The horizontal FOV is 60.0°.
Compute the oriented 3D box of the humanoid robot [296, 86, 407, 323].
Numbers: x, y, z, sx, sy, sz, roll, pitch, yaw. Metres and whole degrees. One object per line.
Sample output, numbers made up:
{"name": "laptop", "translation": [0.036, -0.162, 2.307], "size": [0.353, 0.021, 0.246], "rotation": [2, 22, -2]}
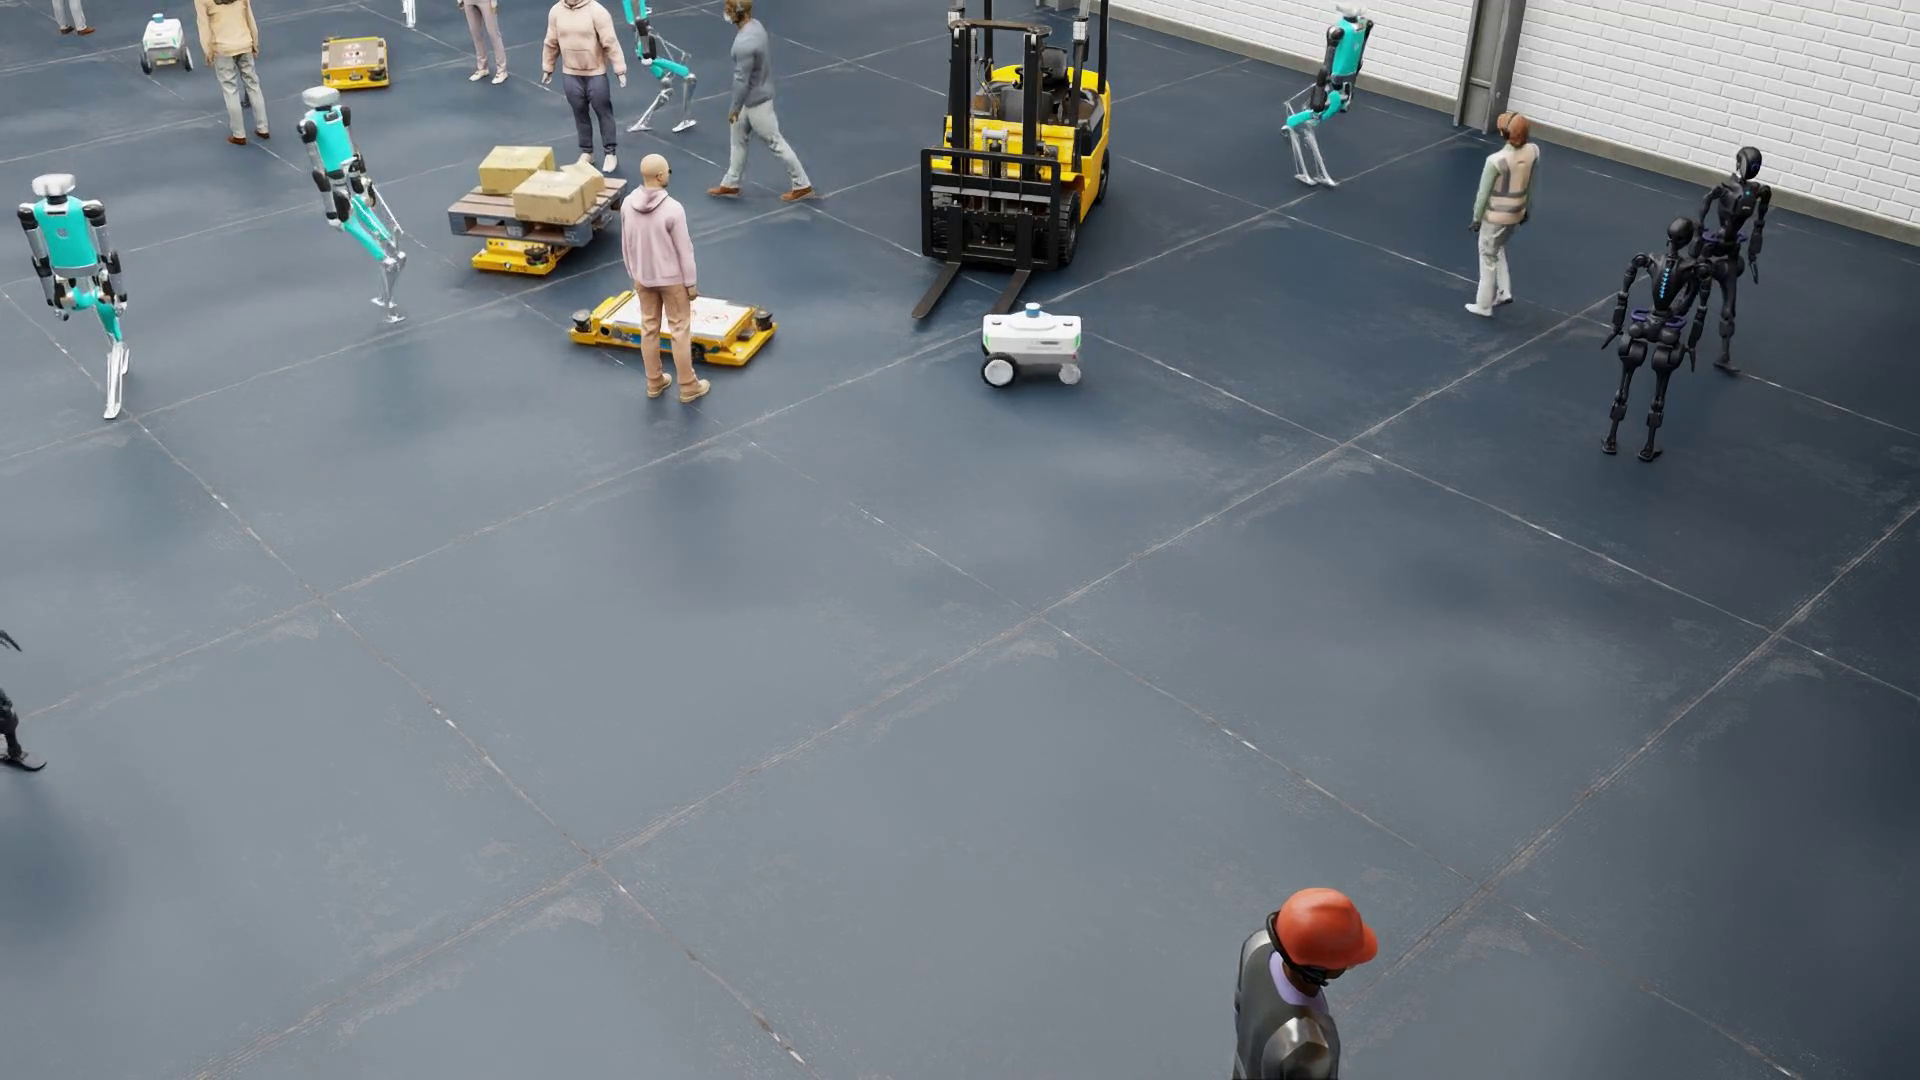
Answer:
{"name": "humanoid robot", "translation": [-4.517, -2.550, 12.781], "size": [0.827, 1.802, 0.571], "rotation": [9, 34, 13]}

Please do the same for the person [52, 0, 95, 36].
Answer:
{"name": "person", "translation": [-10.363, -6.634, 19.107], "size": [0.478, 1.640, 0.339], "rotation": [2, 33, 3]}

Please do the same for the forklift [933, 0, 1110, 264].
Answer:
{"name": "forklift", "translation": [0.570, -3.725, 14.138], "size": [1.214, 2.155, 2.313], "rotation": [9, 34, 13]}

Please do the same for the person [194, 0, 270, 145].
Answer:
{"name": "person", "translation": [-7.008, -4.754, 16.024], "size": [0.410, 1.867, 0.566], "rotation": [25, 41, 33]}

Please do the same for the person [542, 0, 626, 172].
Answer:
{"name": "person", "translation": [-3.470, -4.356, 15.417], "size": [0.814, 1.856, 0.436], "rotation": [5, 33, 8]}

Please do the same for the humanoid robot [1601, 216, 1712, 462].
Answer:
{"name": "humanoid robot", "translation": [4.541, -1.327, 10.908], "size": [0.599, 1.657, 0.315], "rotation": [17, 37, 25]}

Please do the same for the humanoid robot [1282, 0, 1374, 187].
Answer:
{"name": "humanoid robot", "translation": [3.224, -4.032, 14.958], "size": [0.533, 1.715, 0.753], "rotation": [-25, 40, -33]}

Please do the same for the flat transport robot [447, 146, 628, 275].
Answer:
{"name": "flat transport robot", "translation": [-3.567, -2.659, 14.260], "size": [0.659, 0.231, 1.431], "rotation": [7, 34, 11]}

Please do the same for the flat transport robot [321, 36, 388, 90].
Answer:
{"name": "flat transport robot", "translation": [-6.626, -5.237, 18.222], "size": [0.659, 0.231, 1.431], "rotation": [-9, 34, -14]}

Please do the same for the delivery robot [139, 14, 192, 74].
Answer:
{"name": "delivery robot", "translation": [-8.772, -5.489, 18.335], "size": [0.499, 0.580, 0.776], "rotation": [-10, 34, -15]}

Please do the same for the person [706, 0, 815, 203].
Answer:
{"name": "person", "translation": [-1.784, -3.894, 14.685], "size": [1.003, 1.883, 0.628], "rotation": [-2, 33, -3]}

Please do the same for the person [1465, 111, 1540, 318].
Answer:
{"name": "person", "translation": [4.119, -2.480, 12.724], "size": [0.522, 1.626, 0.379], "rotation": [-17, 37, -25]}

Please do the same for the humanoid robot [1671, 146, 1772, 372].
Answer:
{"name": "humanoid robot", "translation": [5.539, -2.065, 12.103], "size": [0.588, 1.621, 0.805], "rotation": [-6, 33, -8]}

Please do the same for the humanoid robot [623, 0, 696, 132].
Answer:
{"name": "humanoid robot", "translation": [-2.913, -4.850, 16.300], "size": [0.893, 1.781, 0.552], "rotation": [-10, 34, -15]}

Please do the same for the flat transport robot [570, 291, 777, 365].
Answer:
{"name": "flat transport robot", "translation": [-2.184, -1.634, 12.685], "size": [1.431, 0.231, 0.659], "rotation": [10, 34, 15]}

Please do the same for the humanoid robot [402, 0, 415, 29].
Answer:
{"name": "humanoid robot", "translation": [-6.606, -6.987, 19.584], "size": [0.546, 1.791, 0.845], "rotation": [-1, 33, -1]}

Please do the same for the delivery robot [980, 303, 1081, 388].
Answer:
{"name": "delivery robot", "translation": [0.508, -1.435, 12.116], "size": [0.789, 0.593, 0.499], "rotation": [1, 33, 2]}

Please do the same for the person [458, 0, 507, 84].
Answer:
{"name": "person", "translation": [-5.108, -5.726, 17.609], "size": [0.527, 1.760, 0.336], "rotation": [13, 35, 20]}

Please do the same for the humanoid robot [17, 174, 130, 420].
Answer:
{"name": "humanoid robot", "translation": [-6.062, -1.806, 11.663], "size": [0.542, 1.777, 1.028], "rotation": [-7, 34, -10]}

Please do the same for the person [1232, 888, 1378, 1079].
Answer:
{"name": "person", "translation": [1.099, 1.928, 5.585], "size": [0.375, 2.041, 0.614], "rotation": [-5, 33, -7]}

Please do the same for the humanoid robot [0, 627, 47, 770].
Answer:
{"name": "humanoid robot", "translation": [-4.970, 0.524, 8.104], "size": [0.453, 1.659, 0.585], "rotation": [11, 35, 17]}

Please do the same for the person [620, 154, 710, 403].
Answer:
{"name": "person", "translation": [-2.075, -1.798, 11.549], "size": [0.530, 1.779, 0.402], "rotation": [12, 35, 18]}

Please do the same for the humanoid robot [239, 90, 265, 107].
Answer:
{"name": "humanoid robot", "translation": [-7.501, -5.263, 16.968], "size": [0.603, 1.654, 0.315], "rotation": [6, 34, 10]}
